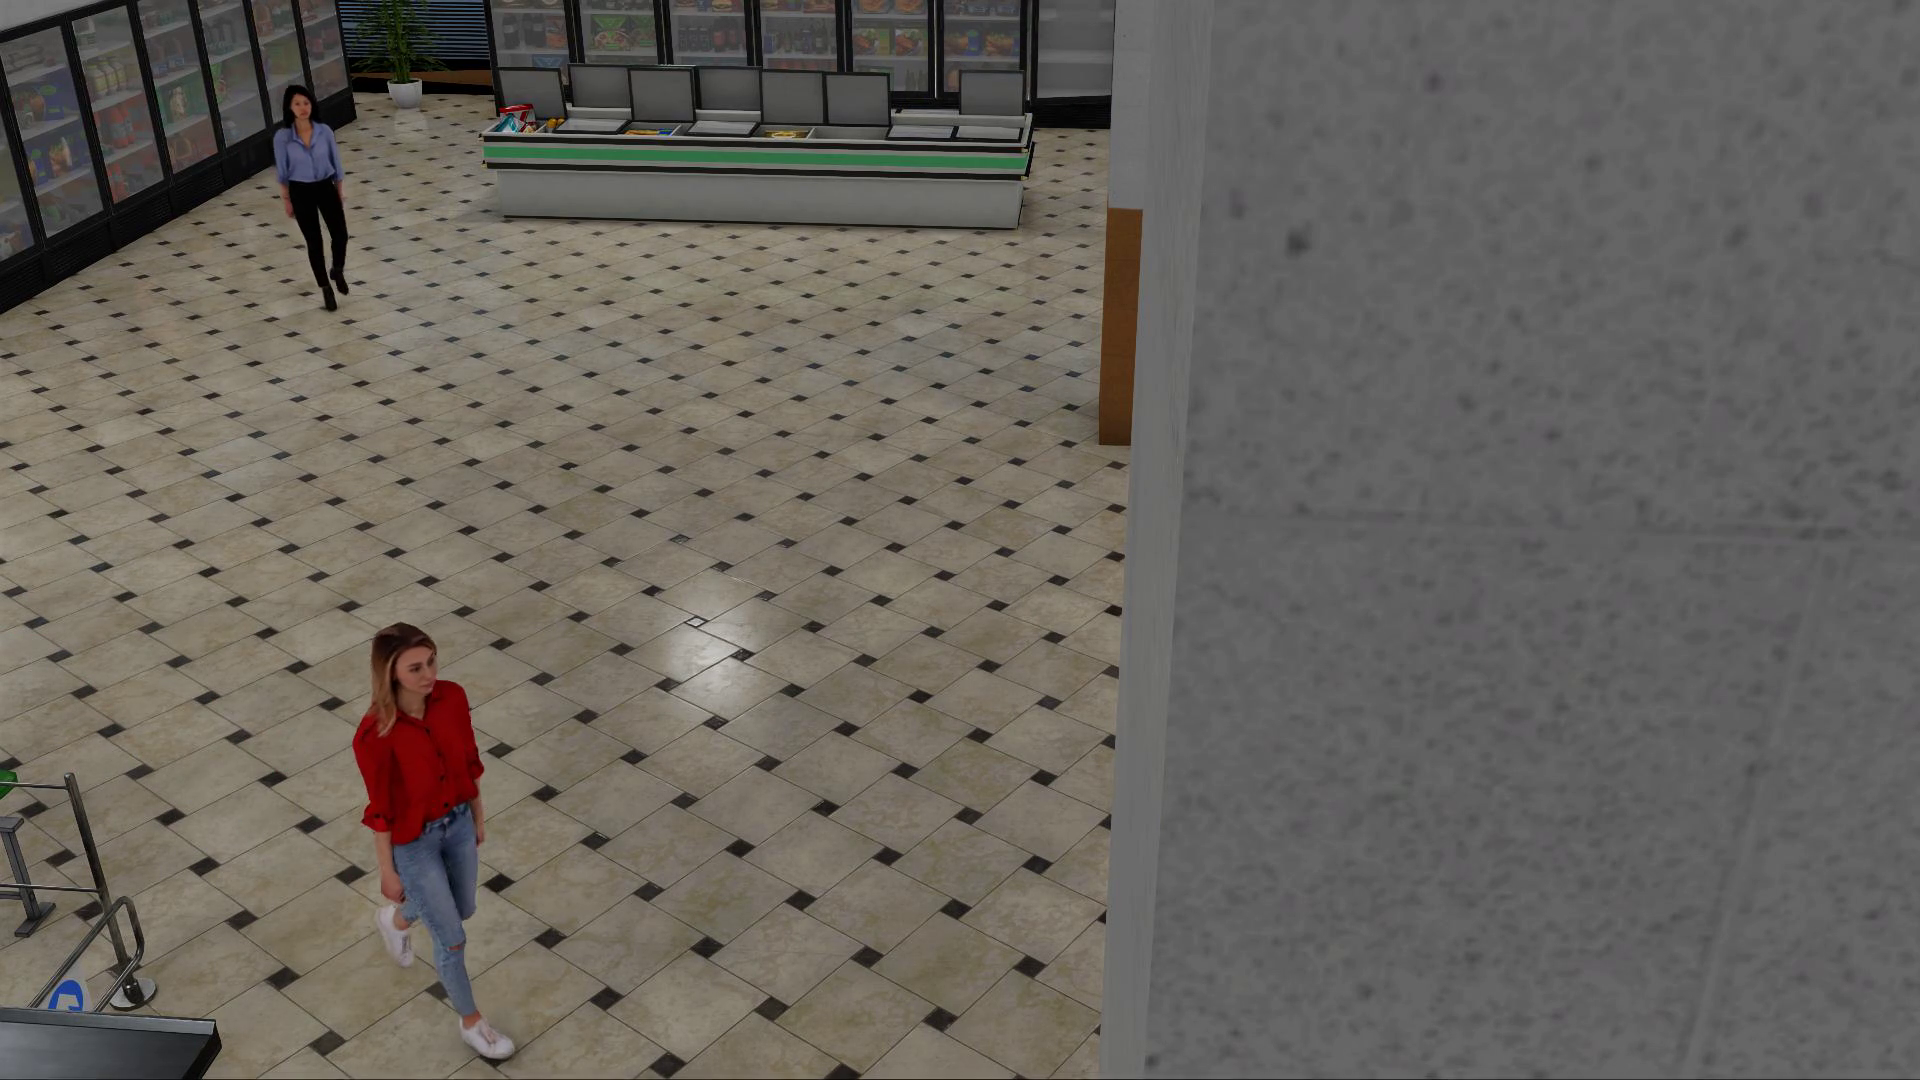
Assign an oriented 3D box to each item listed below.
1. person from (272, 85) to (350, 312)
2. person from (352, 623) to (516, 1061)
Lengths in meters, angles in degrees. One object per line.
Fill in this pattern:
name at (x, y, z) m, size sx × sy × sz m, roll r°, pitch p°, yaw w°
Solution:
person at (-5.015, -2.651, 12.867) m, size 0.777 × 1.738 × 0.856 m, roll -14°, pitch 30°, yaw -25°
person at (-1.869, 1.006, 5.710) m, size 1.065 × 1.688 × 0.899 m, roll 17°, pitch 32°, yaw 30°
